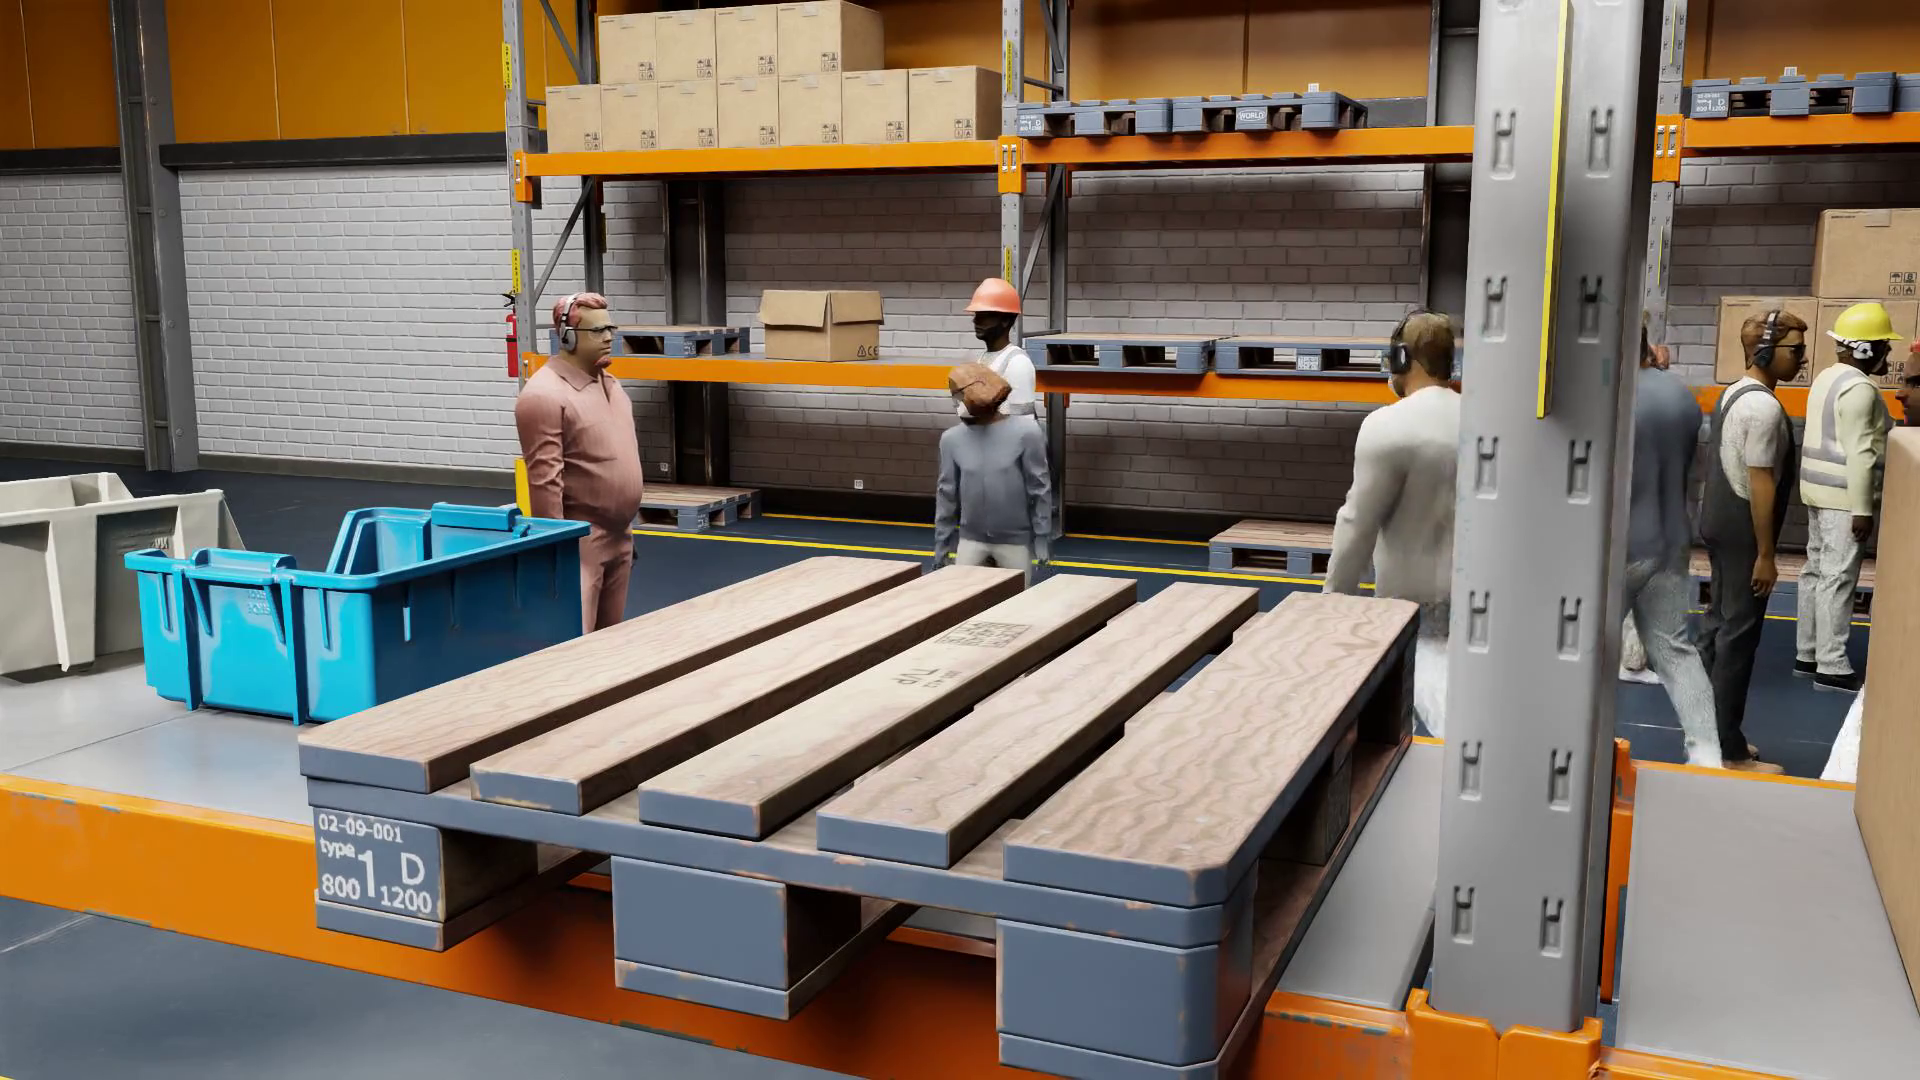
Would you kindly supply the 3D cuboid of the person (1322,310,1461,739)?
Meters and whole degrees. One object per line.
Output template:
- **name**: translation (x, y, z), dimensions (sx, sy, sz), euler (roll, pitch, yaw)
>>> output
- **person**: translation (1.499, 0.199, 5.406), dimensions (1.058, 1.874, 0.636), euler (9, 13, 42)

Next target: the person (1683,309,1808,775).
- **person**: translation (3.089, 0.021, 6.536), dimensions (0.332, 1.842, 0.508), euler (2, 10, 9)

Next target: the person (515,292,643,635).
- **person**: translation (-1.441, -0.008, 6.519), dimensions (0.408, 1.906, 0.654), euler (3, 10, 16)

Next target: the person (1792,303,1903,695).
- **person**: translation (4.206, -0.200, 7.885), dimensions (0.404, 1.835, 0.587), euler (2, 10, 11)

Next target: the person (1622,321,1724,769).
- **person**: translation (2.548, 0.056, 6.273), dimensions (0.645, 1.881, 1.004), euler (-4, 10, -24)

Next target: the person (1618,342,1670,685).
- **person**: translation (3.253, -0.129, 8.030), dimensions (0.309, 1.645, 0.515), euler (-1, 10, -8)

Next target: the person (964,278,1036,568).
- **person**: translation (0.178, -0.365, 8.553), dimensions (0.347, 1.942, 0.548), euler (-4, 10, -24)

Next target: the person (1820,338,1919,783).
- **person**: translation (2.791, 0.318, 4.801), dimensions (0.990, 1.835, 0.578), euler (2, 10, 10)

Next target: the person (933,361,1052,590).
- **person**: translation (0.147, 0.040, 7.187), dimensions (0.534, 1.614, 0.336), euler (3, 10, 20)
